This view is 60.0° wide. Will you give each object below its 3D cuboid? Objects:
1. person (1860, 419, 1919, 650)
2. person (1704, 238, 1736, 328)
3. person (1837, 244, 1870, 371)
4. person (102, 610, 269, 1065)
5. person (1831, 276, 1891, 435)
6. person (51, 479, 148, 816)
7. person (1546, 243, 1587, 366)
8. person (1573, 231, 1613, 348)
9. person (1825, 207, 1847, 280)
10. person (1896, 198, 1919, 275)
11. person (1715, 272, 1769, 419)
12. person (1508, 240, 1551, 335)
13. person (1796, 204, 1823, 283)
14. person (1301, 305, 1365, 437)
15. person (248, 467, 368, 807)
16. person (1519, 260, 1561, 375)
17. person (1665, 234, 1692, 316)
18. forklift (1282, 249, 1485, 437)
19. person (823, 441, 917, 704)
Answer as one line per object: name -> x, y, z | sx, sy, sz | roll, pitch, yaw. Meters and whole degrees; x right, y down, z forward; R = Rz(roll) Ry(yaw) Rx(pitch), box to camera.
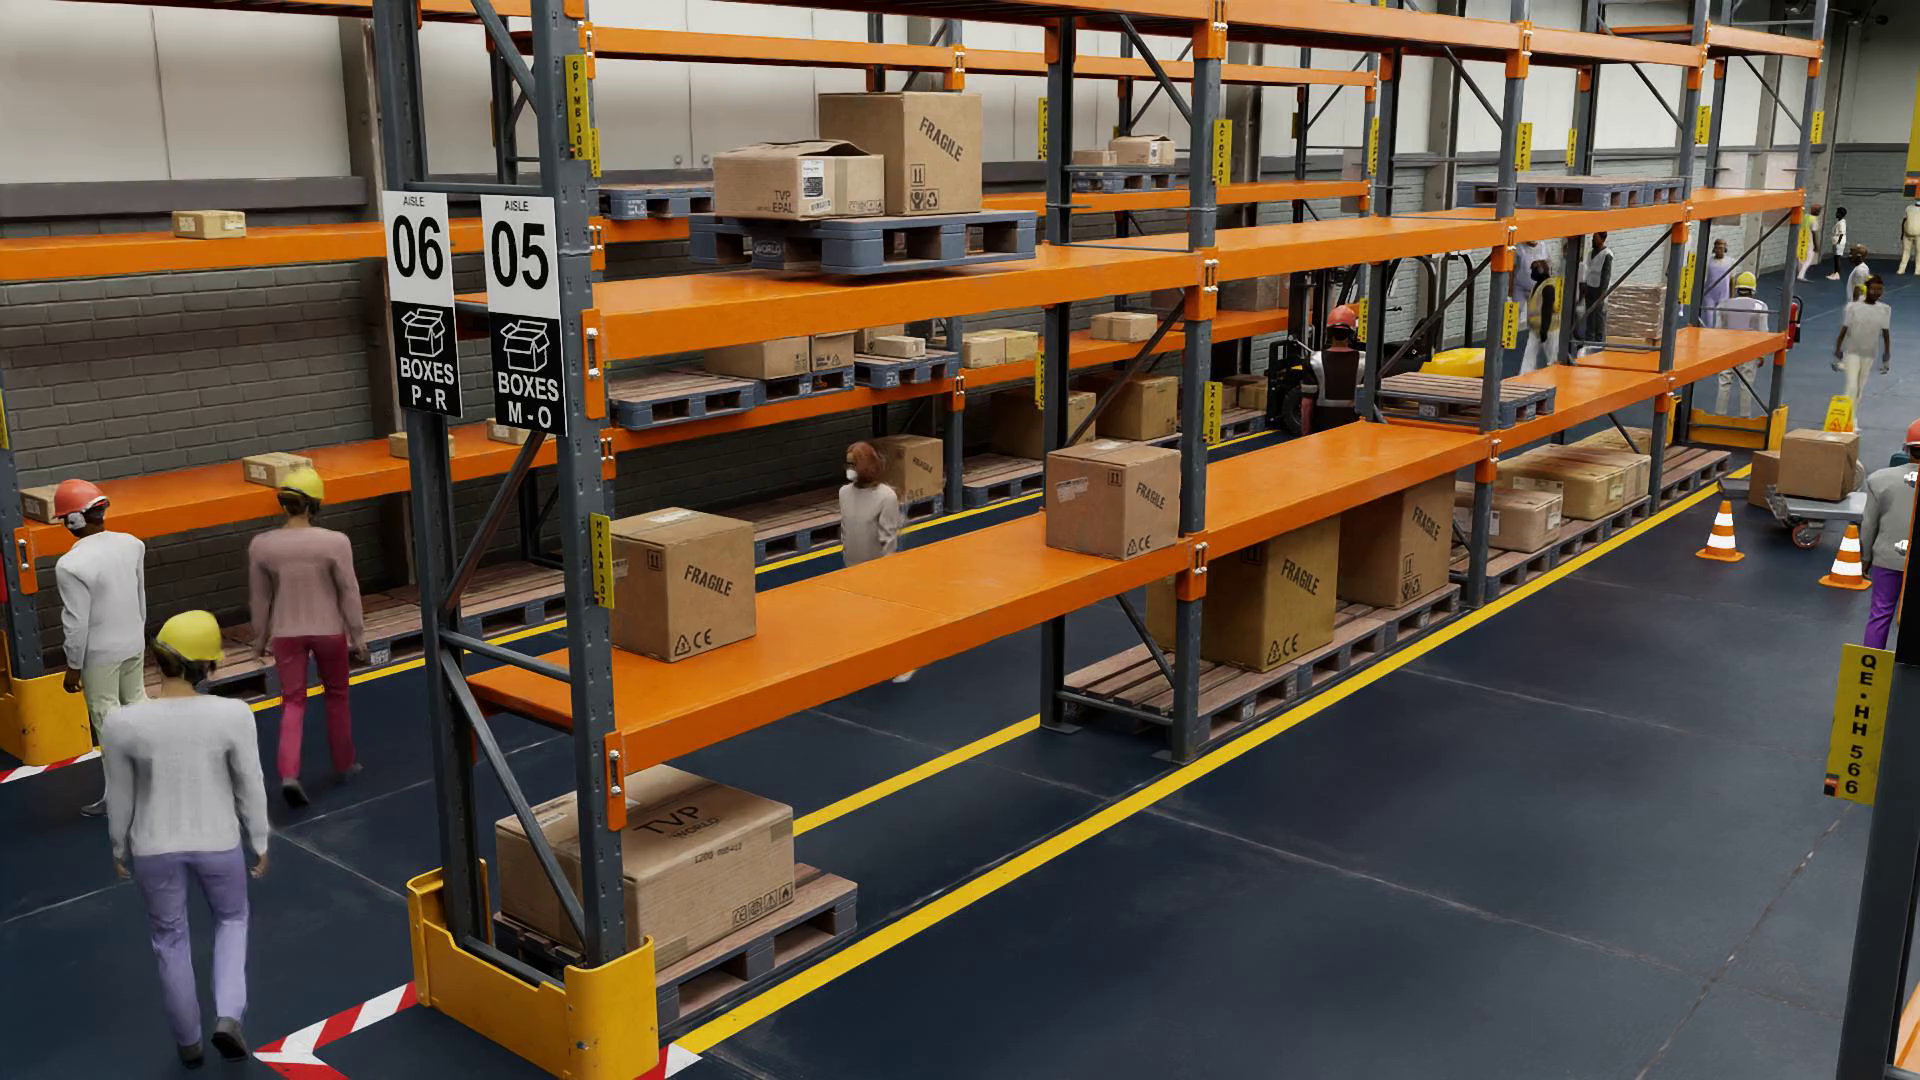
person -> 5.824, 0.111, 10.200 | 0.563, 1.755, 0.321 | 11, 18, 38
person -> 11.669, -3.732, 25.678 | 0.551, 1.835, 0.434 | 4, 14, 17
person -> 13.081, -3.391, 24.311 | 0.344, 1.839, 0.501 | 7, 15, 26
person -> -2.824, 1.125, 6.095 | 0.547, 1.735, 0.439 | -5, 15, -21
person -> 10.283, -2.068, 18.911 | 0.557, 1.827, 0.940 | 2, 14, 9
person -> -4.362, 0.544, 8.465 | 0.335, 1.743, 0.561 | 3, 14, 10
person -> 9.154, -3.541, 24.916 | 0.771, 1.839, 0.517 | -12, 18, -41
person -> 10.271, -4.058, 26.840 | 0.392, 1.922, 0.592 | -3, 14, -12
person -> 20.725, -6.996, 39.263 | 0.319, 1.697, 0.532 | 5, 15, 19
person -> 23.385, -7.525, 40.708 | 0.680, 2.000, 0.537 | 13, 19, 42
person -> 9.182, -2.231, 19.575 | 0.590, 1.837, 0.404 | 11, 18, 38
person -> 9.227, -4.150, 26.966 | 0.700, 2.000, 0.536 | -1, 14, -3
person -> 19.645, -6.873, 38.555 | 0.386, 1.808, 0.675 | 0, 14, 1
person -> 3.122, -0.920, 13.811 | 0.608, 2.044, 0.370 | 1, 14, 6
person -> -3.404, 0.510, 8.657 | 0.554, 1.769, 0.559 | -2, 14, -7
person -> 7.607, -2.772, 21.875 | 0.876, 1.786, 0.709 | 0, 14, 0
person -> 13.553, -5.153, 31.434 | 0.500, 1.862, 0.331 | -8, 16, -28
forklift -> 4.886, -2.214, 18.767 | 2.313, 2.155, 1.214 | 11, 18, 38
person -> -0.547, 0.173, 10.291 | 0.512, 1.594, 0.840 | 10, 17, 35
